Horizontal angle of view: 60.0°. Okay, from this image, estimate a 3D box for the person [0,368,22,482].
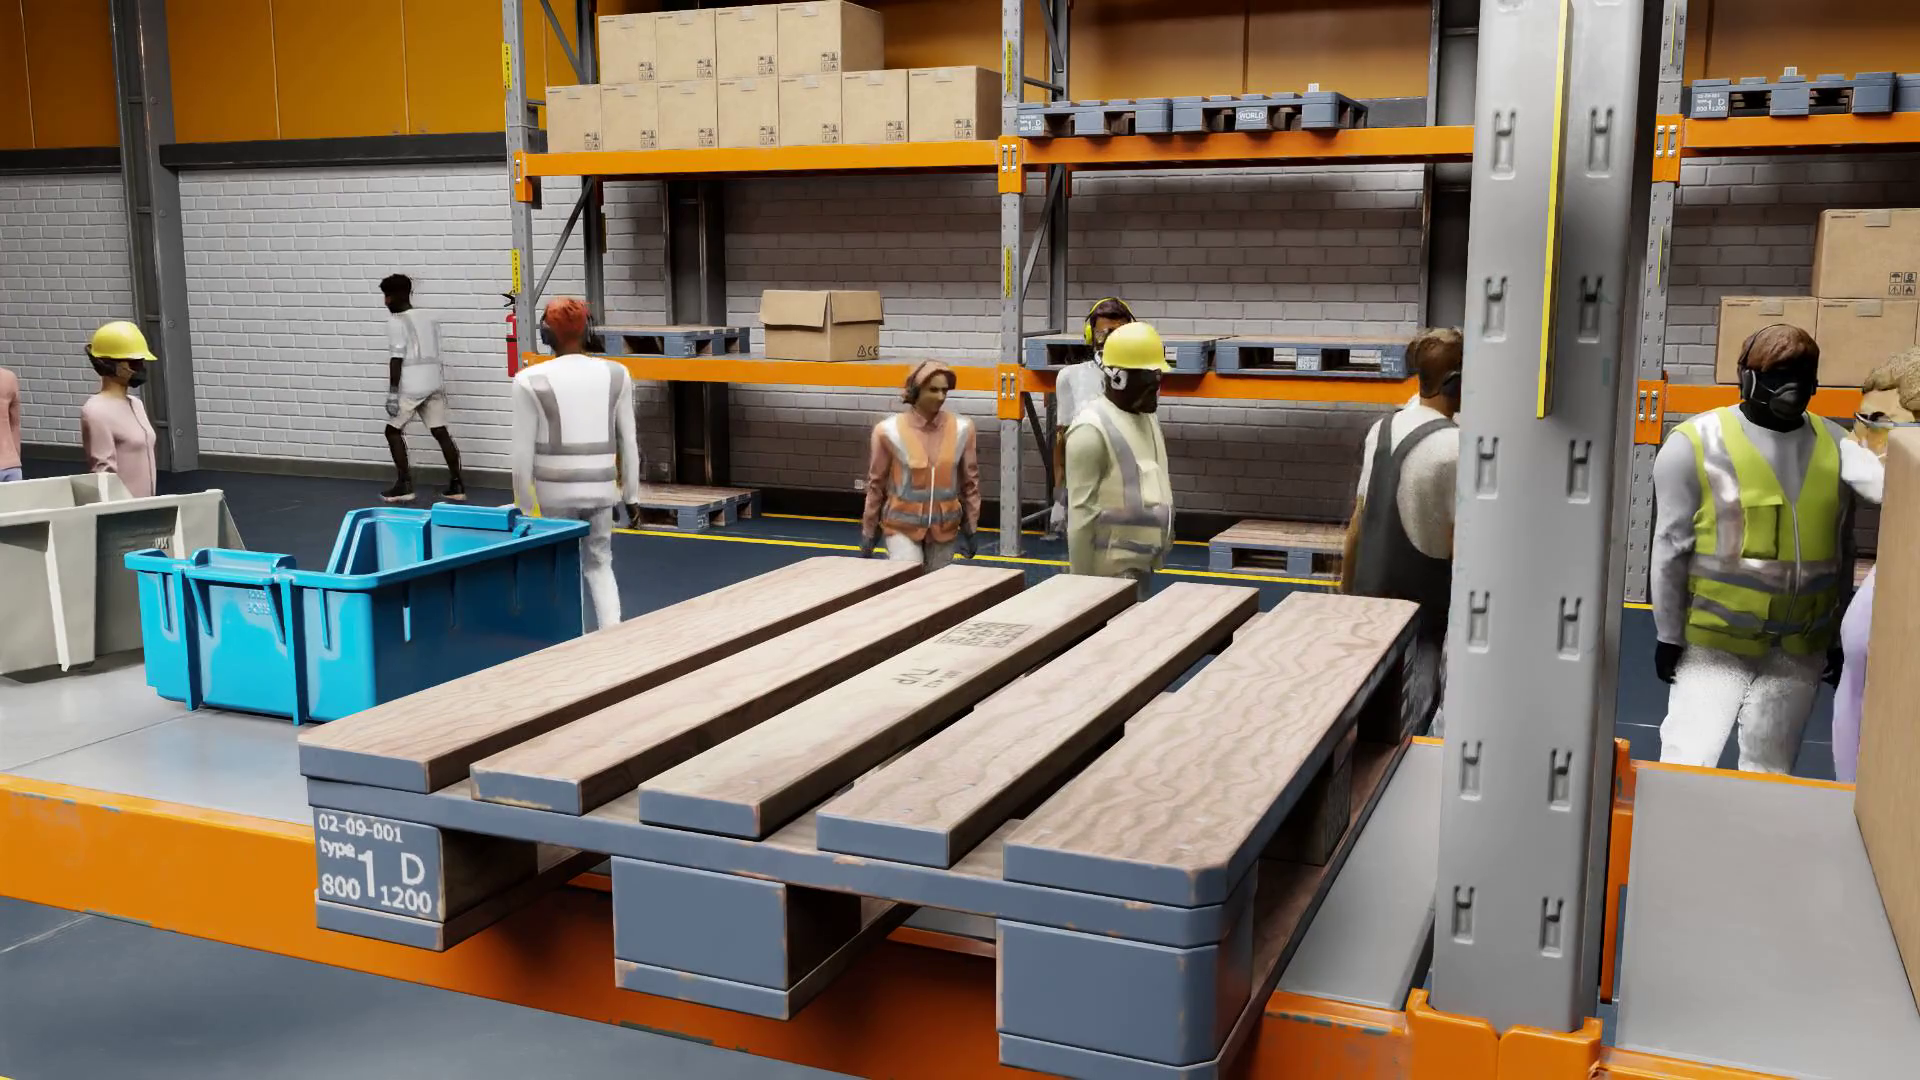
[{"bbox_3d":[-5.330,-0.367,9.093,0.308,1.769,0.524,1,10,6],"label":"person"}]

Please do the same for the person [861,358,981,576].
[{"bbox_3d":[-0.198,-0.046,7.667,0.553,1.600,0.784,-4,10,-20],"label":"person"}]

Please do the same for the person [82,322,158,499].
[{"bbox_3d":[-3.669,-0.077,7.372,0.334,1.765,0.533,-1,10,-7],"label":"person"}]

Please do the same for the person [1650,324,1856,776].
[{"bbox_3d":[2.370,0.284,4.965,0.619,1.845,0.430,0,9,-3],"label":"person"}]

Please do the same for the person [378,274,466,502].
[{"bbox_3d":[-4.604,-1.271,14.022,0.755,1.917,0.721,2,10,14],"label":"person"}]

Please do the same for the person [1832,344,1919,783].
[{"bbox_3d":[1.711,0.618,2.790,0.826,1.917,0.636,4,10,25],"label":"person"}]

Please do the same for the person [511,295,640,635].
[{"bbox_3d":[-1.774,-0.193,7.735,0.603,1.870,0.489,-6,11,-33],"label":"person"}]

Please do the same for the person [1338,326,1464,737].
[{"bbox_3d":[1.491,0.220,5.419,0.591,1.818,0.594,-4,10,-22],"label":"person"}]

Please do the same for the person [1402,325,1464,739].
[{"bbox_3d":[1.711,0.096,6.227,0.809,1.804,0.645,7,11,34],"label":"person"}]

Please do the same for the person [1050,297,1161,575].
[{"bbox_3d":[0.674,-0.186,7.718,0.508,1.865,0.328,-1,9,-3],"label":"person"}]

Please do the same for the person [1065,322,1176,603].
[{"bbox_3d":[0.562,0.048,6.500,0.765,1.803,0.599,5,11,29],"label":"person"}]
